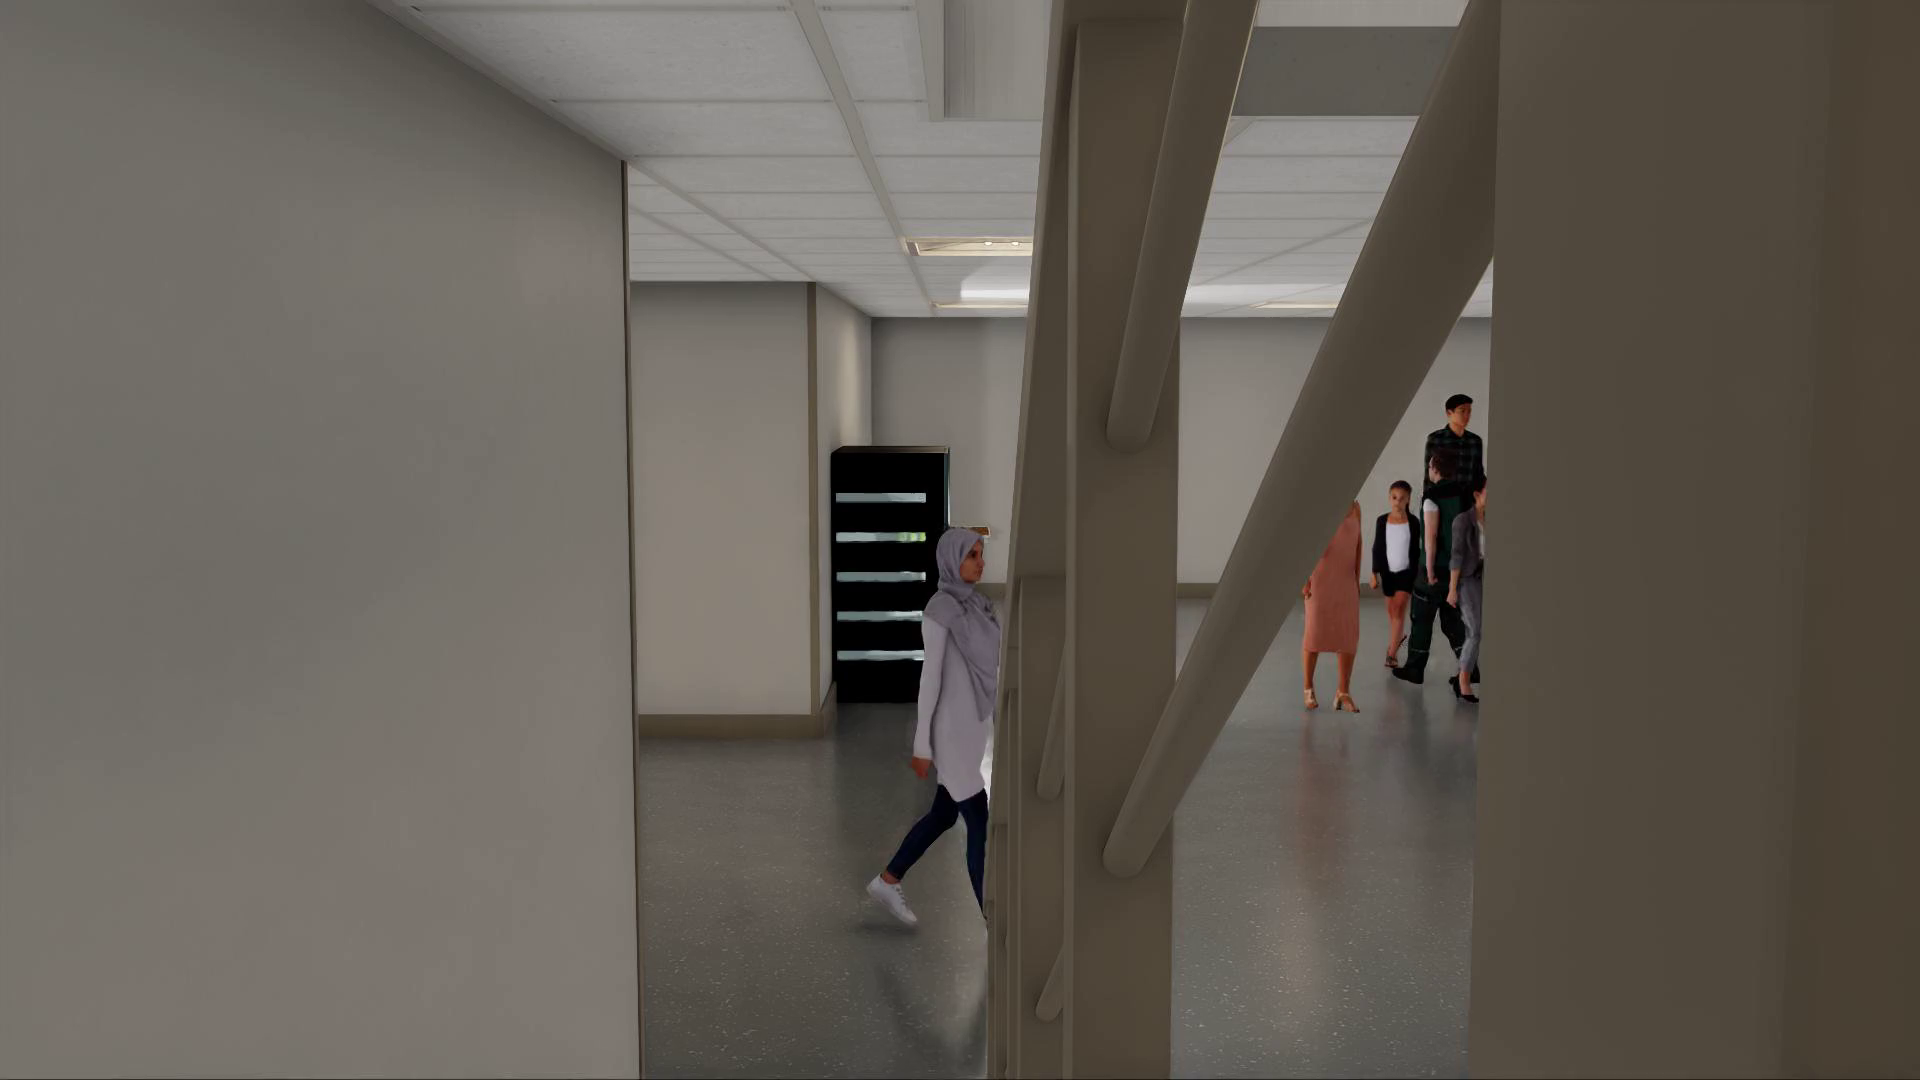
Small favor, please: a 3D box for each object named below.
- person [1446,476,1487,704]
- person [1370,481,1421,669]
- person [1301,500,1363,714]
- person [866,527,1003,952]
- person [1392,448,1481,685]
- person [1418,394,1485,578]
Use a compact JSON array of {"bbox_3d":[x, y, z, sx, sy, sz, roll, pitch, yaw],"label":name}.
[{"bbox_3d":[3.667,0.367,12.072,0.743,1.659,0.774,-4,7,-33],"label":"person"},{"bbox_3d":[3.609,0.290,13.657,0.921,1.494,1.248,3,6,27],"label":"person"},{"bbox_3d":[2.612,0.313,11.865,0.780,1.807,0.880,-1,6,-10],"label":"person"},{"bbox_3d":[-0.081,0.838,6.961,1.087,1.745,1.165,3,7,31],"label":"person"},{"bbox_3d":[3.735,0.229,12.641,0.921,1.819,1.070,-3,7,-30],"label":"person"},{"bbox_3d":[3.858,-0.305,13.160,0.712,1.705,0.611,-1,6,-9],"label":"person"}]
